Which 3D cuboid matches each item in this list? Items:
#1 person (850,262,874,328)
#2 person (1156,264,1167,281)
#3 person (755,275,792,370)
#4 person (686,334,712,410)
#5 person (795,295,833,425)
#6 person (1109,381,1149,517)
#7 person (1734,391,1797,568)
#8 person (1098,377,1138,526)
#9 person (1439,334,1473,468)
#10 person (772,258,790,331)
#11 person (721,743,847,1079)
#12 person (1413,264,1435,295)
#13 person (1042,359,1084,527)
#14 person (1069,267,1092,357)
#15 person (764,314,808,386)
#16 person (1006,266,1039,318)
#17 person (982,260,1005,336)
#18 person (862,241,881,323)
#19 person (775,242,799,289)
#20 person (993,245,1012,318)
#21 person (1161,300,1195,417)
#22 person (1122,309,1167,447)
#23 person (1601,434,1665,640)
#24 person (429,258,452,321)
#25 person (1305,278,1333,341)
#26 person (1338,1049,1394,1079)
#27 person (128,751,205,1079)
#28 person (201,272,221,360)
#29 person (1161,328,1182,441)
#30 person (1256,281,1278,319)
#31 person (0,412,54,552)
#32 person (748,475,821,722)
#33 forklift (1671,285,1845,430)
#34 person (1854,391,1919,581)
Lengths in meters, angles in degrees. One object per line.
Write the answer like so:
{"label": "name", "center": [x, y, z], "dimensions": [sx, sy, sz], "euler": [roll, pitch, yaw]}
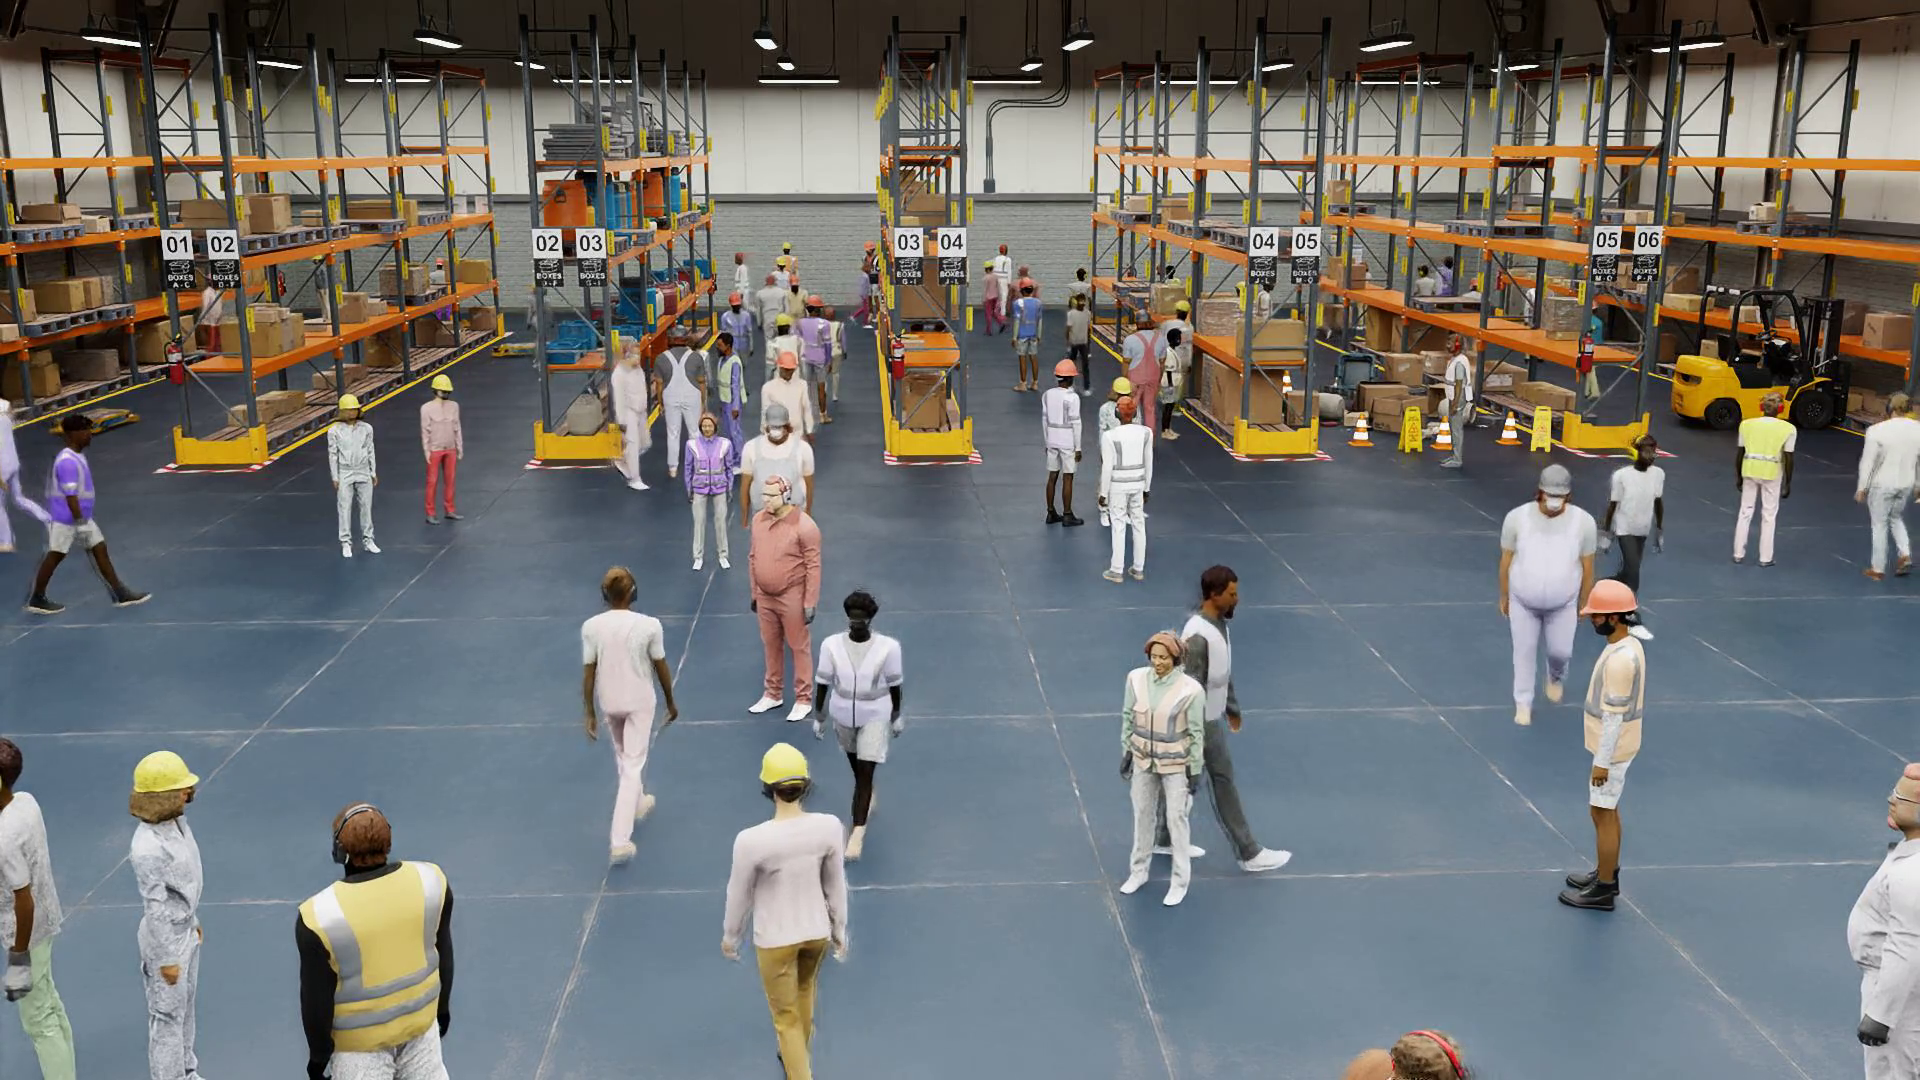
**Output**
{"label": "person", "center": [-2.361, -5.931, 40.312], "dimensions": [0.505, 1.611, 0.508], "euler": [0, 13, 0]}
{"label": "person", "center": [4.753, -5.699, 39.297], "dimensions": [0.288, 1.627, 0.501], "euler": [-1, 13, -4]}
{"label": "person", "center": [-3.708, -4.322, 33.020], "dimensions": [0.703, 1.831, 1.036], "euler": [-3, 14, -13]}
{"label": "person", "center": [-3.944, -2.245, 24.670], "dimensions": [0.513, 1.627, 0.385], "euler": [3, 14, 14]}
{"label": "person", "center": [-2.305, -2.845, 26.321], "dimensions": [0.609, 2.040, 0.394], "euler": [4, 14, 17]}
{"label": "person", "center": [1.980, -1.097, 19.823], "dimensions": [0.651, 1.617, 0.529], "euler": [8, 16, 32]}
{"label": "person", "center": [8.386, -0.630, 17.385], "dimensions": [0.569, 1.838, 0.387], "euler": [12, 18, 41]}
{"label": "person", "center": [1.841, -1.028, 19.276], "dimensions": [0.484, 1.736, 0.307], "euler": [-5, 14, -19]}
{"label": "person", "center": [6.810, -1.903, 22.781], "dimensions": [0.390, 1.837, 0.560], "euler": [2, 13, 9]}
{"label": "person", "center": [-4.235, -5.822, 39.526], "dimensions": [0.526, 1.765, 0.329], "euler": [-11, 17, -40]}
{"label": "person", "center": [-0.825, 1.745, 7.534], "dimensions": [0.527, 1.740, 0.770], "euler": [-9, 16, -33]}
{"label": "person", "center": [10.093, -5.045, 36.081], "dimensions": [0.571, 1.842, 0.682], "euler": [-4, 14, -17]}
{"label": "person", "center": [1.203, -1.122, 19.241], "dimensions": [0.552, 1.937, 0.356], "euler": [13, 18, 43]}
{"label": "person", "center": [2.524, -4.748, 34.748], "dimensions": [0.520, 1.871, 0.326], "euler": [5, 14, 20]}
{"label": "person", "center": [-2.615, -2.413, 24.764], "dimensions": [0.630, 1.905, 0.570], "euler": [-6, 15, -25]}
{"label": "person", "center": [1.329, -4.890, 35.387], "dimensions": [0.682, 1.859, 1.002], "euler": [-3, 14, -13]}
{"label": "person", "center": [0.735, -5.629, 38.724], "dimensions": [0.492, 1.751, 0.536], "euler": [11, 17, 38]}
{"label": "person", "center": [-2.229, -6.459, 41.666], "dimensions": [0.612, 2.030, 0.410], "euler": [9, 16, 35]}
{"label": "person", "center": [-4.457, -6.701, 42.902], "dimensions": [0.594, 1.922, 0.386], "euler": [-1, 13, -3]}
{"label": "person", "center": [1.086, -6.651, 42.827], "dimensions": [0.371, 1.872, 0.591], "euler": [-12, 18, -42]}
{"label": "person", "center": [3.530, -2.944, 27.019], "dimensions": [0.625, 1.901, 0.454], "euler": [10, 16, 36]}
{"label": "person", "center": [2.638, -2.363, 24.279], "dimensions": [0.686, 2.000, 0.535], "euler": [-5, 14, -21]}
{"label": "person", "center": [6.075, -0.083, 15.072], "dimensions": [0.530, 1.835, 0.875], "euler": [-4, 14, -16]}
{"label": "person", "center": [-12.290, -5.804, 39.469], "dimensions": [0.560, 1.752, 0.326], "euler": [-4, 14, -18]}
{"label": "person", "center": [8.068, -5.280, 37.536], "dimensions": [0.676, 1.615, 0.546], "euler": [5, 14, 19]}
{"label": "person", "center": [1.237, 2.349, 5.193], "dimensions": [0.271, 1.632, 0.502], "euler": [-11, 17, -39]}
{"label": "person", "center": [-3.480, 1.770, 7.405], "dimensions": [0.301, 1.745, 0.483], "euler": [-3, 14, -12]}
{"label": "person", "center": [-14.431, -4.165, 32.084], "dimensions": [0.430, 1.973, 0.793], "euler": [-1, 13, -3]}
{"label": "person", "center": [3.156, -2.335, 24.922], "dimensions": [0.319, 1.688, 0.539], "euler": [3, 14, 12]}
{"label": "person", "center": [5.737, -3.998, 31.232], "dimensions": [0.413, 2.036, 0.606], "euler": [1, 13, 5]}
{"label": "person", "center": [-10.208, -0.741, 17.921], "dimensions": [0.740, 1.815, 0.537], "euler": [0, 13, 1]}
{"label": "person", "center": [-1.367, 0.438, 12.702], "dimensions": [0.644, 1.907, 0.399], "euler": [9, 16, 34]}
{"label": "forklift", "center": [12.503, -2.886, 26.166], "dimensions": [2.313, 2.155, 1.214], "euler": [-1, 13, -3]}
{"label": "person", "center": [9.385, -0.529, 16.760], "dimensions": [0.645, 1.924, 0.457], "euler": [-1, 13, -4]}
